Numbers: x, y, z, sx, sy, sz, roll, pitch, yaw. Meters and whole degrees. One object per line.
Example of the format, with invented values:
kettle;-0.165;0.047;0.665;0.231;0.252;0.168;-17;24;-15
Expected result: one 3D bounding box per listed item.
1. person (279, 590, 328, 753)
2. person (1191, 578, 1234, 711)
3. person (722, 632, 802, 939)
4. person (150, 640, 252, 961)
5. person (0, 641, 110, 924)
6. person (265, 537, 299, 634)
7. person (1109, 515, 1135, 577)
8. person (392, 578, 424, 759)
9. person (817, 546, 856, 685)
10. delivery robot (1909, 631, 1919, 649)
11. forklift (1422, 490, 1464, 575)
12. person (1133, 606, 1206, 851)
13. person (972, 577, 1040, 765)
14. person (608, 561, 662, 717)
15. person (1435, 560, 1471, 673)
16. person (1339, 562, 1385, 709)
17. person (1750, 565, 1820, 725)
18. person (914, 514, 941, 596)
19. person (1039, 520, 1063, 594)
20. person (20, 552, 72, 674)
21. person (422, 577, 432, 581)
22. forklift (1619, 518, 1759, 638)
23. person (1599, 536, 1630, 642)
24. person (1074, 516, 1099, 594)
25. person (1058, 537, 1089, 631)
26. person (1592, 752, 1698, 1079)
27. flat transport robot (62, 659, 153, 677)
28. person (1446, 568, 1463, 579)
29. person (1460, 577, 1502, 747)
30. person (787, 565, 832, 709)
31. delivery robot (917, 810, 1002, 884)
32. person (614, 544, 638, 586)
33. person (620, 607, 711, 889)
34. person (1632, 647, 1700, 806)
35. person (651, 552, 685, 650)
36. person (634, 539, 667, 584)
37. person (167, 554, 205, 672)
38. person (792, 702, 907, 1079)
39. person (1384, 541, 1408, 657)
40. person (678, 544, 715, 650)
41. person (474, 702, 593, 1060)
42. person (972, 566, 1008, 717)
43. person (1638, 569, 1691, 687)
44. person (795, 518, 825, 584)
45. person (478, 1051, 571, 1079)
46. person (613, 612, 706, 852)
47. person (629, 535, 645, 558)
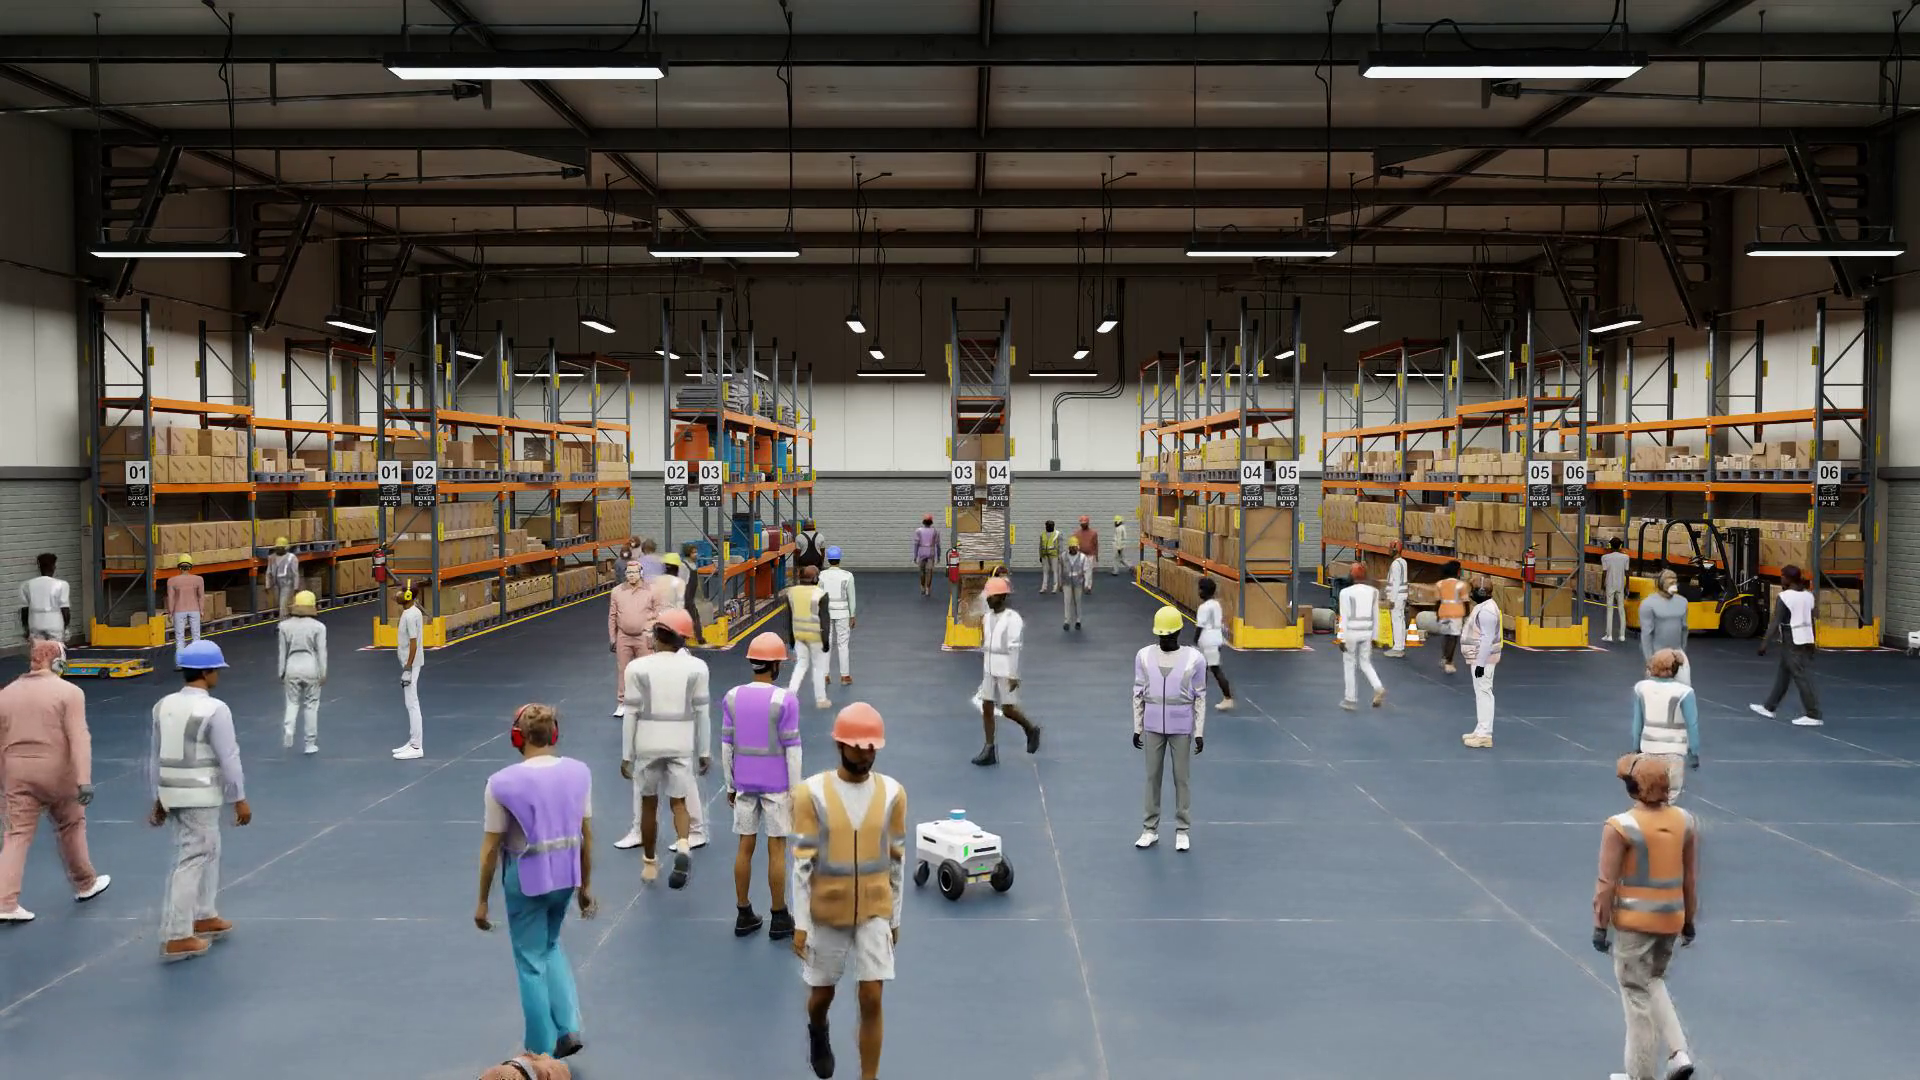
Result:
person;-6.951;1.398;17.062;0.501;1.728;0.457;0;2;-6
person;3.080;1.305;20.317;0.861;1.644;0.551;1;3;27
person;-1.253;1.560;10.394;0.552;1.934;0.373;1;2;22
person;-4.657;1.581;10.020;0.608;1.920;0.741;1;3;33
person;-6.131;1.601;10.858;0.721;1.830;1.027;0;2;2
person;-12.748;0.831;30.417;0.596;1.809;0.817;0;2;8
person;4.667;0.177;46.686;0.654;1.811;0.597;1;2;22
person;-5.780;1.333;16.896;0.328;1.876;0.513;-1;2;-19
person;-1.761;1.063;22.747;0.613;1.950;0.376;0;2;7
delivery robot;15.519;1.602;25.840;0.477;0.478;0.707;0;2;3
forklift;13.926;-0.371;47.846;1.873;2.768;1.129;0;2;0
person;1.644;1.477;12.743;0.586;1.917;0.381;1;2;20
person;0.465;1.328;16.547;0.739;1.914;0.551;-2;3;-42
person;-3.975;1.205;19.724;0.653;1.906;0.408;0;2;-1
person;7.379;1.139;24.084;0.626;1.676;0.534;-2;3;-39
person;5.028;1.208;20.251;0.578;1.865;0.685;-1;2;-20
person;9.852;1.240;19.272;0.611;1.874;0.988;-2;3;-34
person;-0.791;0.368;39.643;0.640;1.992;1.013;0;2;0
person;2.257;0.418;40.392;0.622;1.840;0.430;1;3;28
person;-11.964;1.130;21.098;0.621;1.948;0.591;0;2;-3
person;-10.925;0.645;33.419;0.545;1.938;0.361;1;2;24
forklift;13.417;0.684;29.791;2.313;2.155;1.214;0;2;0
person;11.631;0.867;28.686;0.511;1.872;0.328;0;2;2
person;3.162;0.360;40.472;0.639;1.956;0.850;0;2;11
person;2.174;0.831;30.829;0.597;1.777;0.964;0;2;8
person;3.235;1.818;7.652;0.537;1.623;0.364;-1;2;-21
flat transport robot;-12.715;1.874;23.691;1.431;0.197;0.652;0;2;0
person;12.110;0.498;39.602;0.542;1.727;0.819;-1;2;-15
person;5.683;1.320;17.630;0.429;1.844;0.627;1;2;16
person;-1.904;1.226;20.285;0.646;1.822;0.696;1;3;31
delivery robot;-0.013;2.171;11.522;0.477;0.478;0.707;-1;3;-32
person;-6.466;0.882;31.398;0.501;1.619;0.589;-1;2;-12
person;-2.078;1.487;11.473;0.632;2.009;0.805;-1;2;-18
person;5.437;1.638;12.518;0.779;1.608;0.526;-1;3;-31
person;-4.071;1.112;22.472;0.606;1.885;0.973;1;2;24
person;-5.130;0.940;26.435;0.661;1.897;0.957;-1;3;-31
person;-11.634;1.094;24.274;0.522;1.769;0.311;-2;3;-34
person;-0.521;1.688;7.469;0.559;1.917;0.806;-1;2;-15
person;7.119;0.954;26.341;0.350;1.882;0.583;1;3;27
person;-4.650;0.960;27.385;0.979;1.802;0.506;0;2;12
person;-2.068;1.716;7.908;0.459;1.825;0.573;2;3;39
person;0.467;1.236;19.756;0.412;1.847;0.493;1;2;17
person;7.821;1.280;17.766;0.652;1.906;0.812;-1;2;-14
person;-3.325;0.531;35.560;0.676;2.000;0.536;-1;2;-18
person;-0.982;1.980;3.655;0.516;1.644;0.332;2;3;40
person;-2.320;1.502;12.636;0.676;1.880;0.675;-2;3;-35
person;-7.209;0.709;35.660;0.529;1.612;0.521;1;2;14
